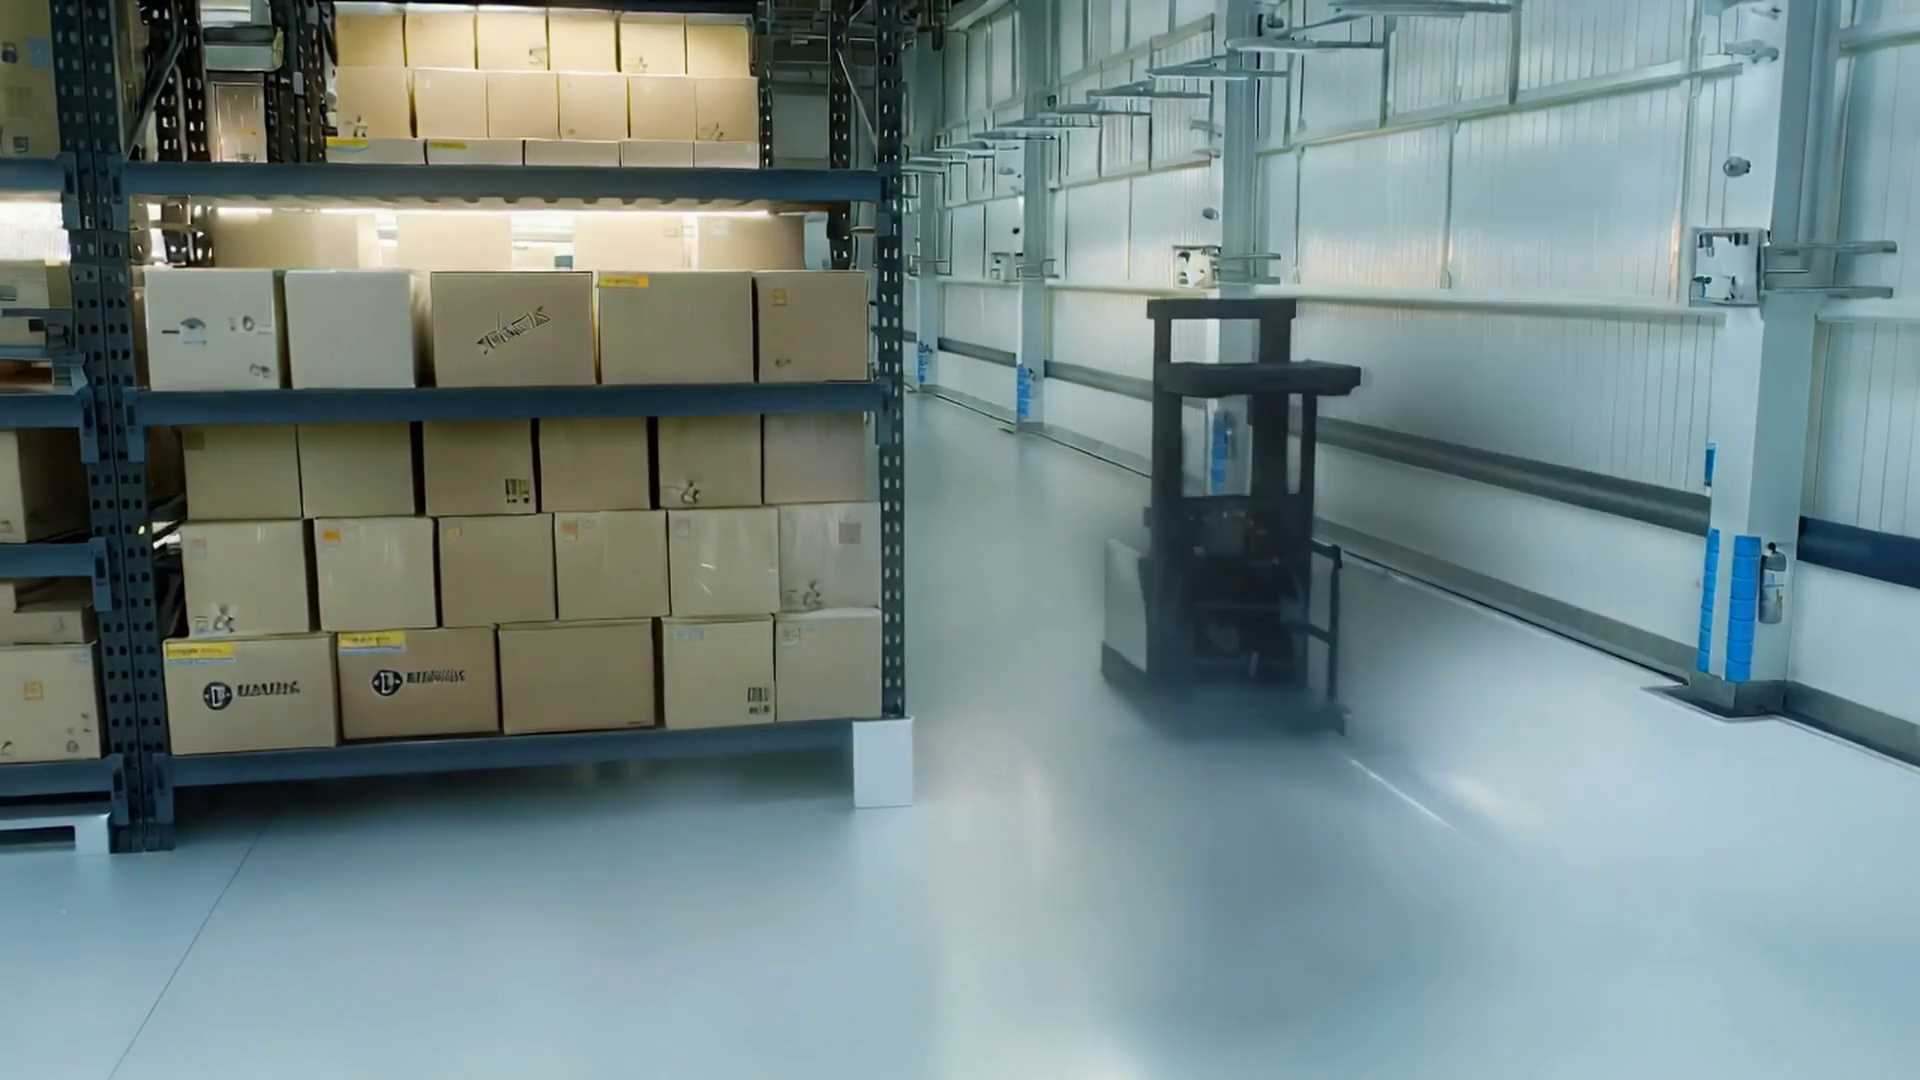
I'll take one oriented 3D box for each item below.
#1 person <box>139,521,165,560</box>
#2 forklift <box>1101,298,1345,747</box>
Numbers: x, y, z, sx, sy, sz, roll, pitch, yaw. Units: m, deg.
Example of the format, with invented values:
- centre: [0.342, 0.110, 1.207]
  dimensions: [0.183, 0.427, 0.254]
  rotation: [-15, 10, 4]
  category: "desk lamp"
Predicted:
- centre: [-6.725, -0.074, 13.764]
  dimensions: [0.617, 1.721, 0.522]
  rotation: [-2, 10, -13]
  category: "person"
- centre: [1.721, -0.230, 11.201]
  dimensions: [1.129, 2.768, 1.873]
  rotation: [-2, 10, -12]
  category: "forklift"
